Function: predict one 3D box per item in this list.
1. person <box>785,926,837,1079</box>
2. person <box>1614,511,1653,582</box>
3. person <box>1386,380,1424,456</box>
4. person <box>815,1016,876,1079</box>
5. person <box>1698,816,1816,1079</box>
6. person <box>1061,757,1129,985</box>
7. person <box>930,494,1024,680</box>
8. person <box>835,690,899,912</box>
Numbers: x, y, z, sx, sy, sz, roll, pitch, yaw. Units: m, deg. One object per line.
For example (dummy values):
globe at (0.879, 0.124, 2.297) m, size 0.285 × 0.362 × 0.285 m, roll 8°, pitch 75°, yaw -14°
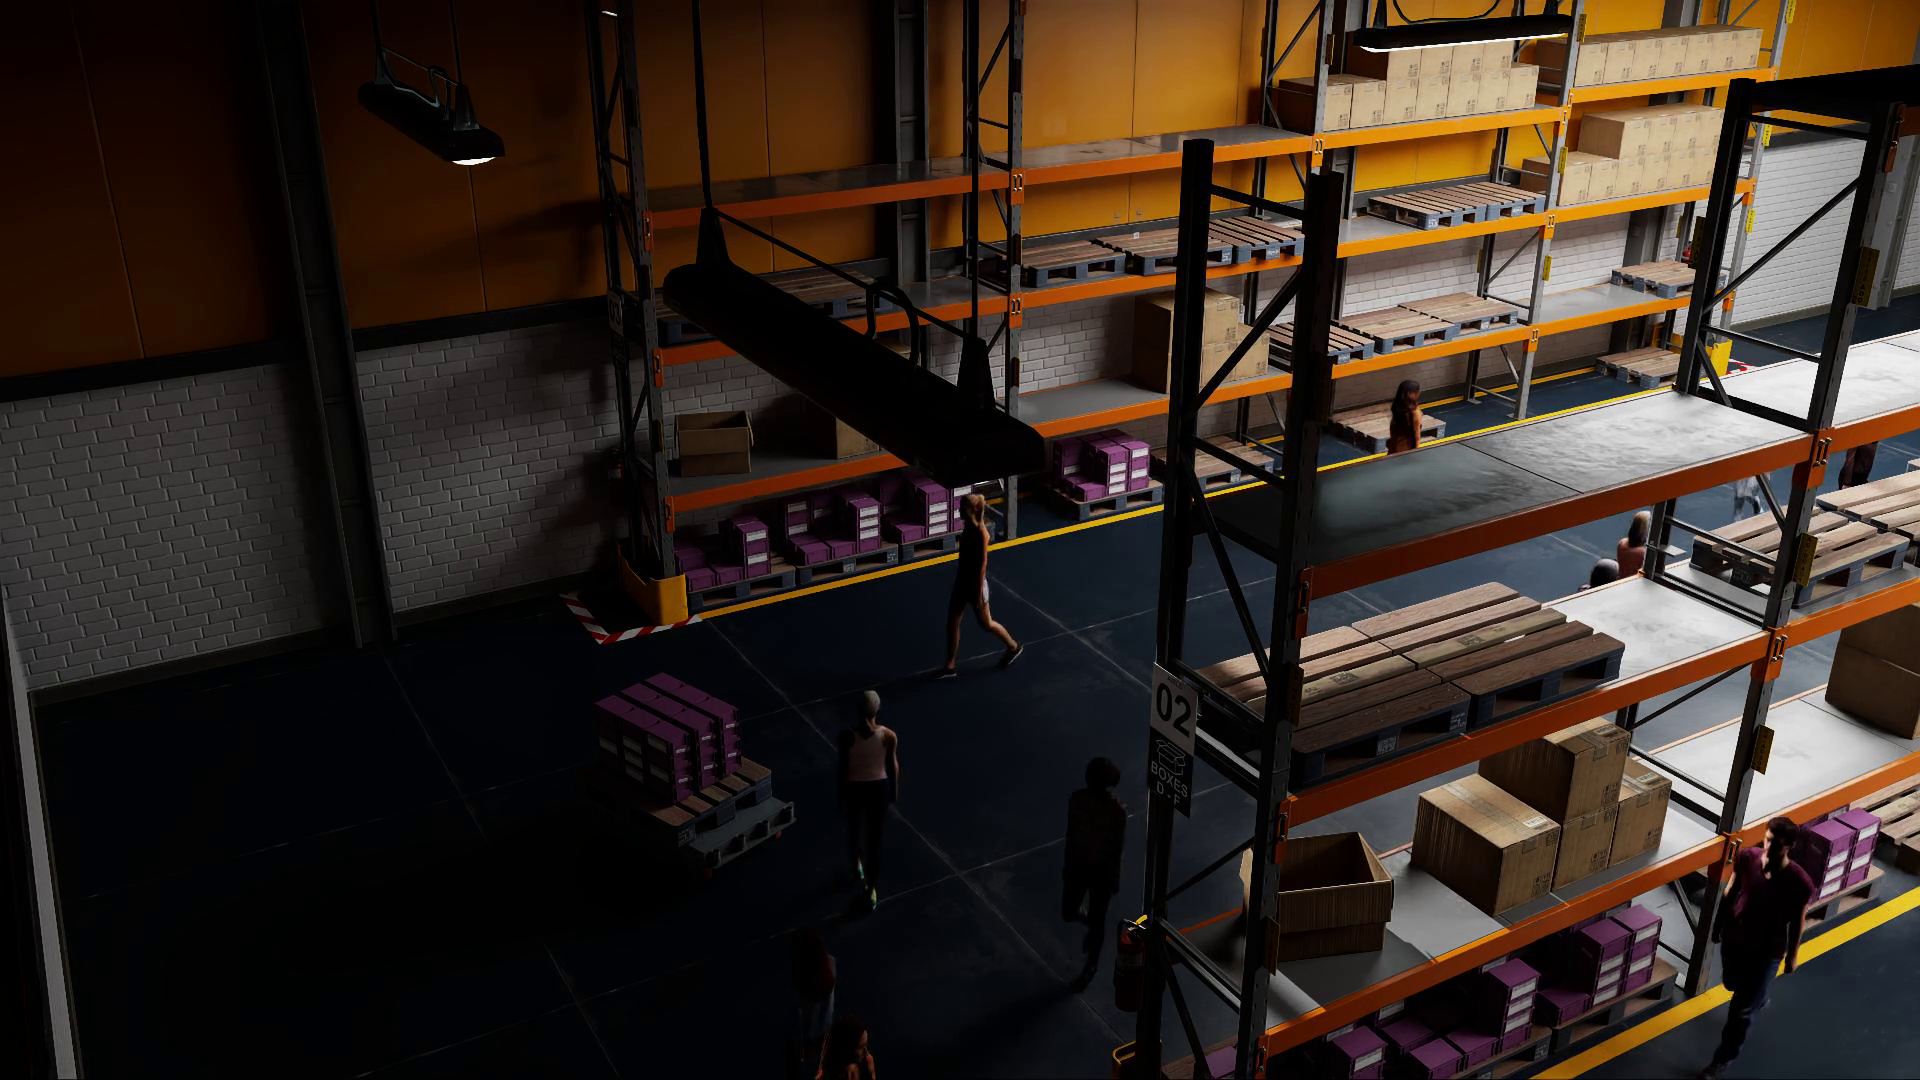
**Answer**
person at (-0.825, 2.961, 9.953) m, size 0.841 × 1.453 × 0.991 m, roll 19°, pitch 30°, yaw 37°
person at (6.035, 0.553, 15.130) m, size 0.730 × 1.719 × 0.676 m, roll -7°, pitch 25°, yaw -16°
person at (4.961, -0.971, 18.615) m, size 0.636 × 1.720 × 0.727 m, roll -9°, pitch 25°, yaw -19°
person at (-0.623, 3.249, 8.842) m, size 0.676 × 1.814 × 0.764 m, roll -20°, pitch 31°, yaw -38°
person at (5.066, 2.515, 10.518) m, size 1.180 × 1.818 × 0.749 m, roll -16°, pitch 28°, yaw -32°
person at (0.946, 2.205, 11.365) m, size 0.758 × 1.707 × 0.826 m, roll 13°, pitch 27°, yaw 28°
person at (0.198, 0.409, 15.347) m, size 1.180 × 1.809 × 0.668 m, roll -11°, pitch 26°, yaw -24°
person at (-0.664, 1.921, 12.044) m, size 0.908 × 1.684 × 0.891 m, roll -2°, pitch 24°, yaw -5°
